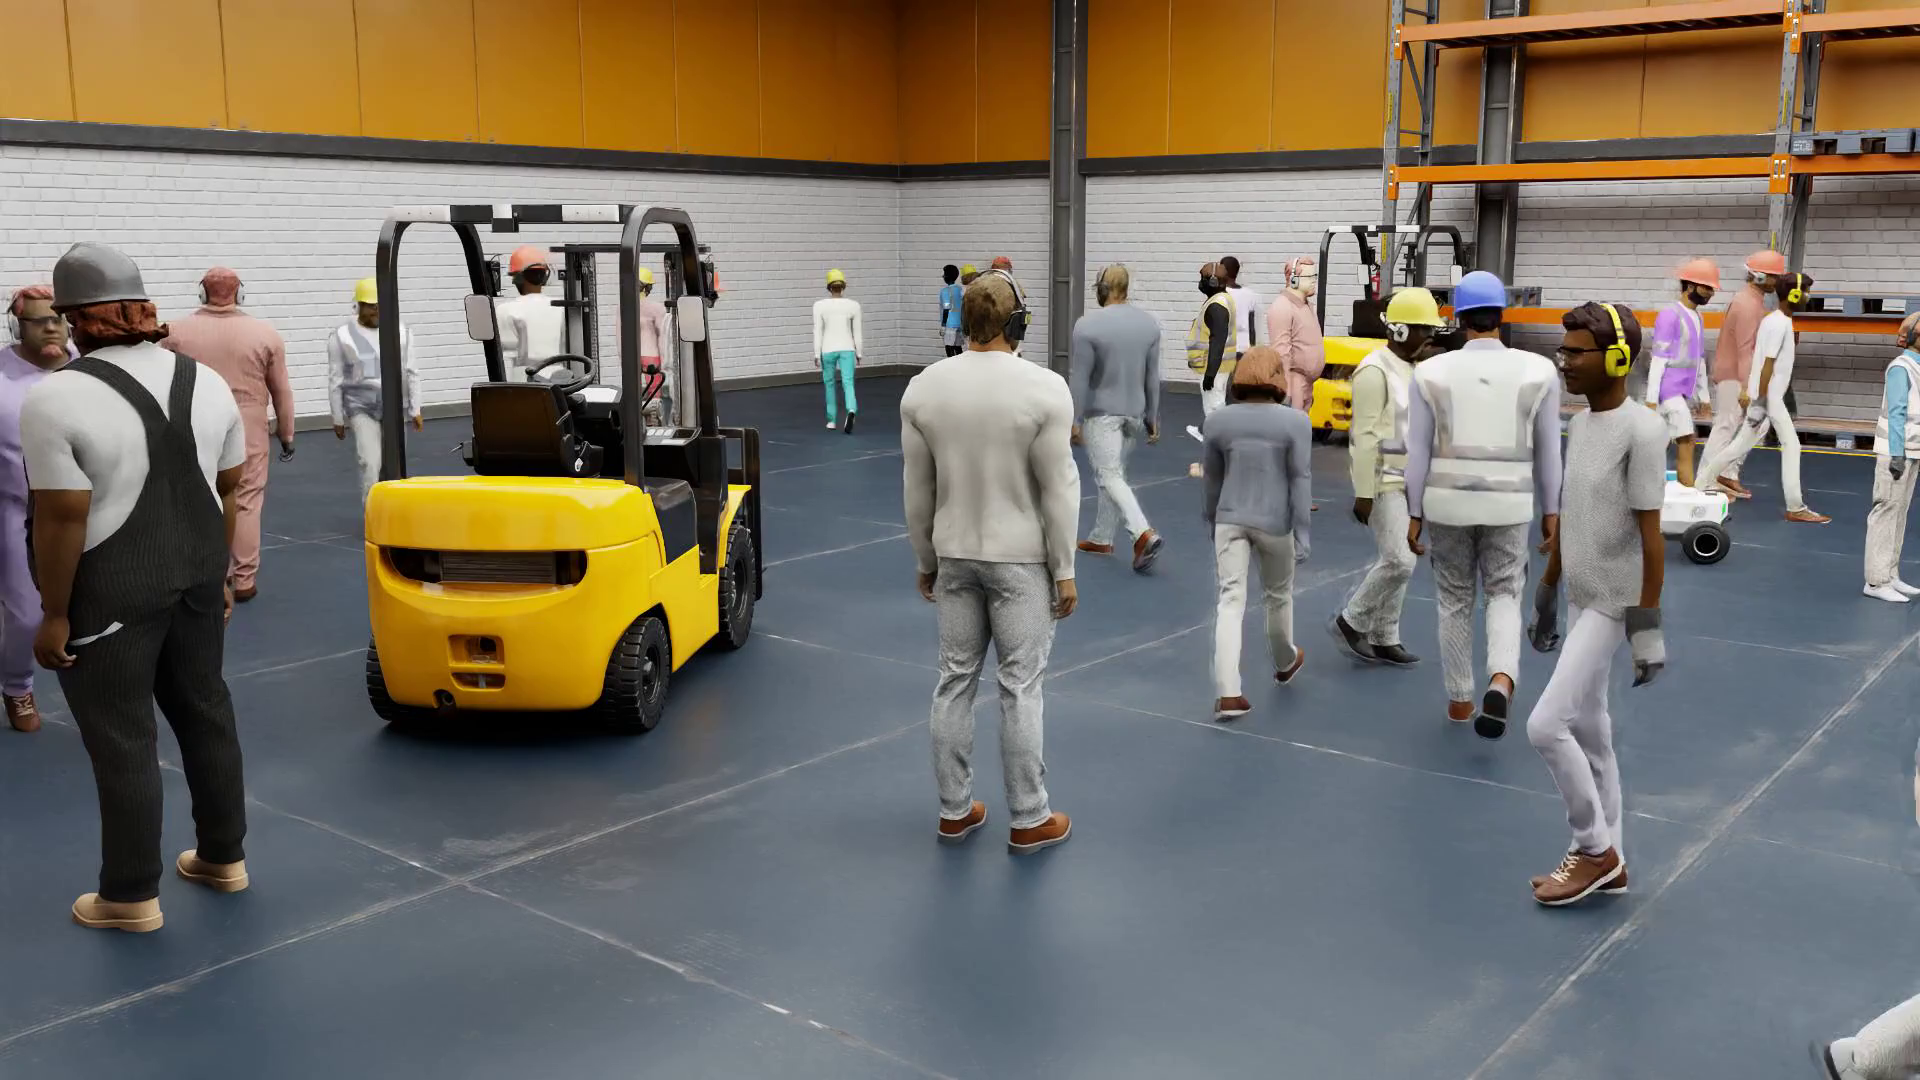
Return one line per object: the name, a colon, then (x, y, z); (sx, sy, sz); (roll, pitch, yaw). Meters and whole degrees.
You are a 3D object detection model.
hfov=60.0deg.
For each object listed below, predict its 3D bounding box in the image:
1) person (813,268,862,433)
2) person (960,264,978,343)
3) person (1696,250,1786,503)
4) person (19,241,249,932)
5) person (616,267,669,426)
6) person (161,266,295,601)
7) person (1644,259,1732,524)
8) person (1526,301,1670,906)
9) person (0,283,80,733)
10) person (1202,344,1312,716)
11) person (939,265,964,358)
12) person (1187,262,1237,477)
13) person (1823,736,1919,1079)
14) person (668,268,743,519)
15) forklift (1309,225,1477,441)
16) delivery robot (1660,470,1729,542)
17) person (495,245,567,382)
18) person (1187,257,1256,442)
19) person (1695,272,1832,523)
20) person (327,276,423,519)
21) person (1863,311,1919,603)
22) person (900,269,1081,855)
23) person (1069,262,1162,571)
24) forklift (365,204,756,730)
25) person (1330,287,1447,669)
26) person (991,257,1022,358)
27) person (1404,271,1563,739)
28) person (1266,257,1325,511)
person: (-1.290, -2.005, 17.643); (0.526, 1.741, 0.774); (-2, 10, -12)
person: (0.216, -2.928, 22.846); (0.537, 1.699, 0.438); (-7, 13, -36)
person: (6.035, -1.248, 12.858); (0.587, 1.954, 0.643); (5, 12, 27)
person: (-2.500, 0.130, 4.976); (0.536, 2.000, 0.688); (5, 11, 24)
person: (-3.121, -1.798, 16.430); (0.535, 1.766, 0.320); (2, 10, 13)
person: (-4.188, -0.624, 9.592); (0.680, 1.874, 0.876); (-3, 11, -16)
person: (5.200, -1.028, 11.795); (0.899, 1.893, 0.564); (10, 14, 43)
person: (1.889, 0.210, 5.054); (0.493, 1.852, 0.565); (0, 10, -2)
person: (-3.650, -0.086, 6.674); (0.649, 1.878, 0.871); (-10, 14, -43)
person: (1.308, -0.062, 7.295); (0.513, 1.574, 0.890); (5, 11, 25)
person: (-0.115, -2.964, 23.077); (0.317, 1.695, 0.540); (6, 12, 29)
person: (2.174, -1.469, 14.392); (0.428, 1.844, 0.623); (2, 10, 10)
person: (2.188, 0.596, 3.521); (0.536, 1.623, 0.388); (-9, 14, -42)
person: (-2.007, -1.056, 12.021); (0.992, 1.882, 0.637); (-1, 10, -6)
forklift: (4.449, -2.115, 16.993); (1.214, 2.155, 2.313); (8, 13, 38)
delivery robot: (4.536, -0.204, 10.687); (0.707, 0.478, 0.477); (4, 11, 19)
person: (-2.846, -1.000, 11.363); (0.617, 2.009, 0.927); (-10, 14, -43)
person: (2.585, -1.843, 16.387); (0.619, 1.863, 0.988); (-9, 13, -40)
person: (5.806, -1.033, 12.060); (0.972, 1.822, 0.538); (3, 11, 15)
person: (-4.041, -0.913, 11.444); (0.590, 1.803, 0.744); (-8, 13, -36)
person: (5.359, -0.475, 9.447); (0.312, 1.638, 0.512); (9, 14, 42)
person: (0.108, 0.080, 5.537); (0.627, 1.940, 0.370); (5, 12, 27)
person: (0.998, -0.773, 10.377); (0.640, 1.912, 0.925); (-6, 12, -31)
forklift: (-1.766, -0.406, 7.525); (1.214, 2.155, 2.313); (1, 10, 7)
person: (2.056, -0.277, 7.850); (0.418, 1.815, 0.618); (9, 13, 40)
person: (0.434, -1.980, 17.195); (0.592, 1.852, 0.836); (-4, 11, -19)
person: (2.118, -0.126, 6.750); (0.635, 1.912, 0.676); (3, 11, 16)
person: (2.495, -1.129, 12.326); (0.408, 1.909, 0.638); (5, 11, 26)
